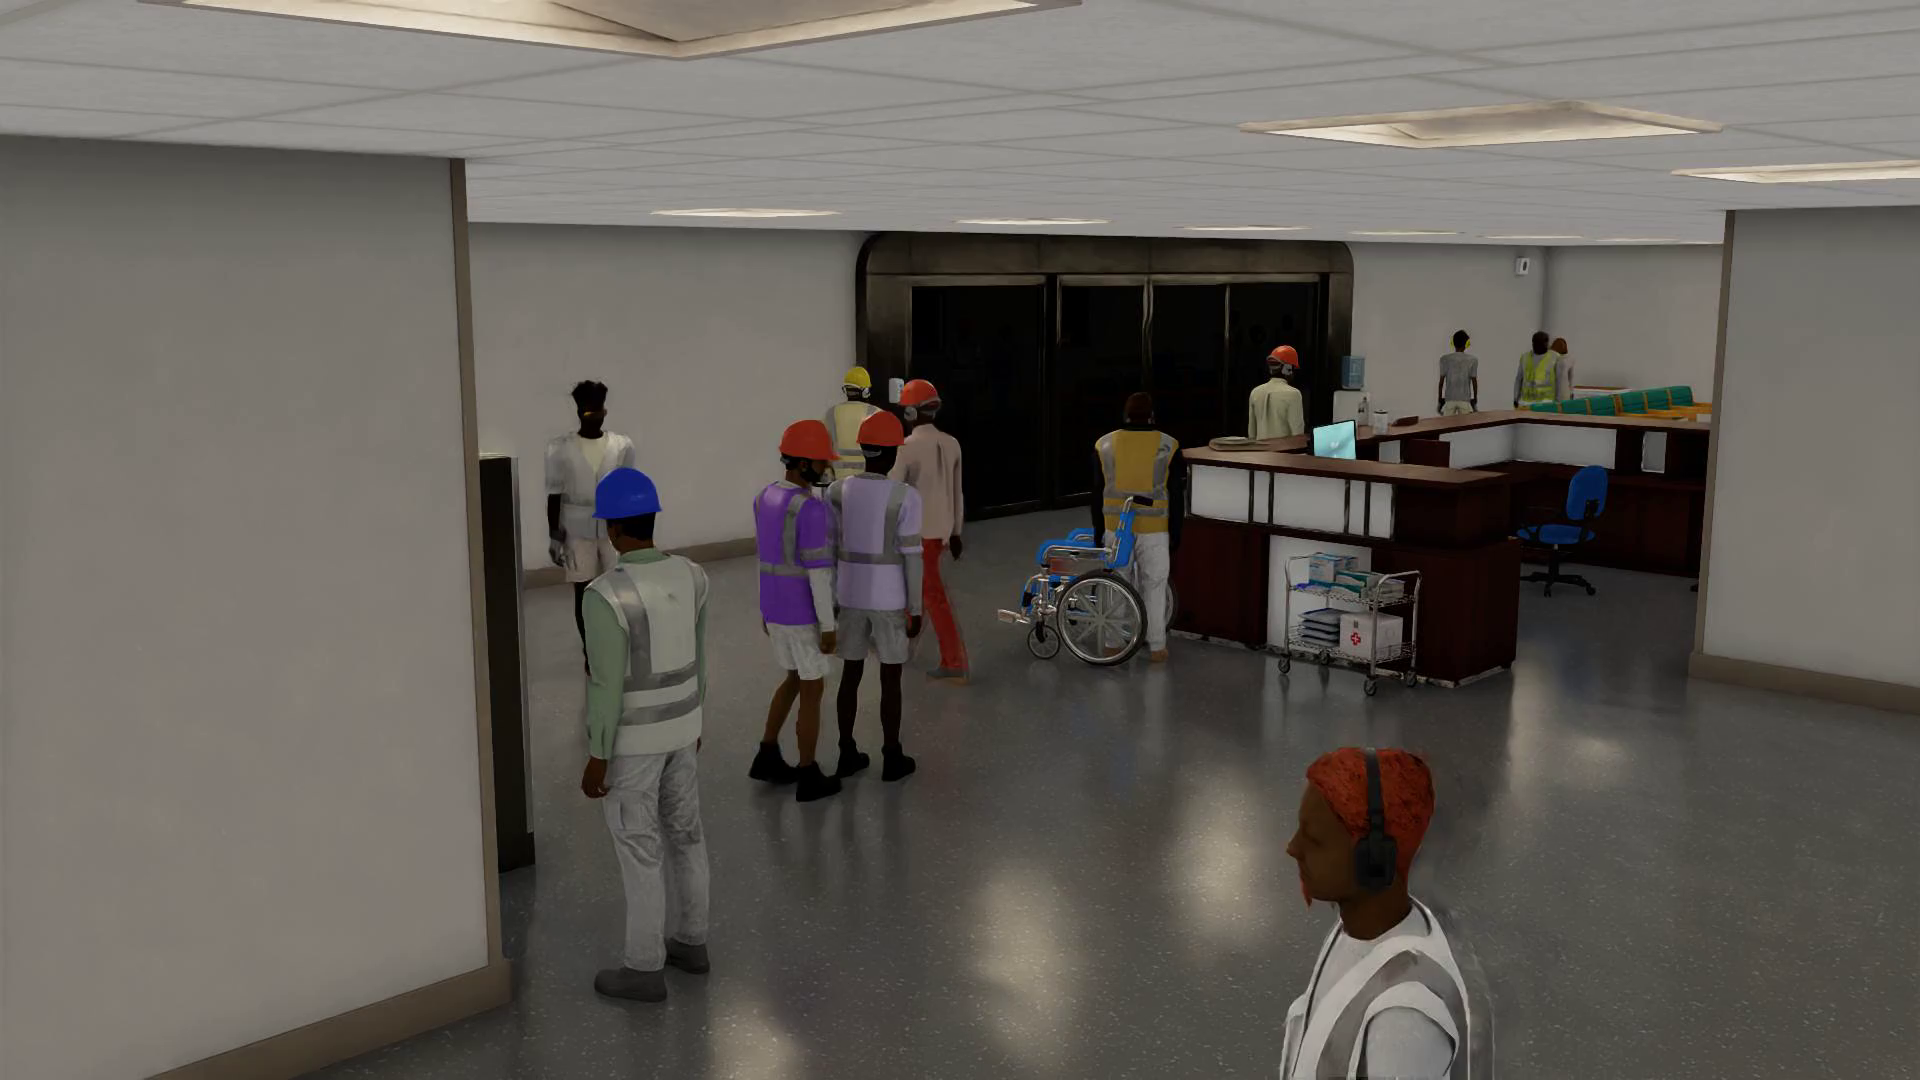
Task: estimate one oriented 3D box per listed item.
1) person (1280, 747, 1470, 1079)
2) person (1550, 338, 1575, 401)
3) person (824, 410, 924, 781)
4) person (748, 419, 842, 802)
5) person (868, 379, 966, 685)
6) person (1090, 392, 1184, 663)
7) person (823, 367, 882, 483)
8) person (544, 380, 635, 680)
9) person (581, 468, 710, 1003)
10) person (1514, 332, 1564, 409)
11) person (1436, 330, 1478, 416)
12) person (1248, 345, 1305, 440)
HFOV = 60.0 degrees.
[{"bbox_3d":[0.800,1.266,2.929,0.836,1.858,0.585,1,9,7],"label":"person"},{"bbox_3d":[8.904,-2.189,24.775,0.498,1.634,0.280,-2,9,-10],"label":"person"},{"bbox_3d":[-0.432,0.295,8.649,0.545,1.933,0.385,4,10,21],"label":"person"},{"bbox_3d":[-0.813,0.346,8.360,0.400,1.918,0.573,-7,11,-36],"label":"person"},{"bbox_3d":[-0.316,-0.065,10.781,0.998,1.940,0.628,7,12,37],"label":"person"},{"bbox_3d":[1.197,-0.082,11.262,0.633,1.836,0.429,2,10,14],"label":"person"},{"bbox_3d":[-0.859,-0.553,14.136,0.590,1.833,0.404,3,10,17],"label":"person"},{"bbox_3d":[-2.388,-0.070,10.798,0.614,1.949,0.457,-4,10,-25],"label":"person"},{"bbox_3d":[-1.158,0.704,6.082,0.407,1.942,0.615,5,11,29],"label":"person"},{"bbox_3d":[7.974,-1.960,22.858,0.632,1.815,0.848,9,13,42],"label":"person"},{"bbox_3d":[6.460,-1.786,21.587,0.528,1.871,0.323,4,10,22],"label":"person"},{"bbox_3d":[2.818,-0.720,14.689,0.394,1.985,0.608,-7,11,-35],"label":"person"}]
